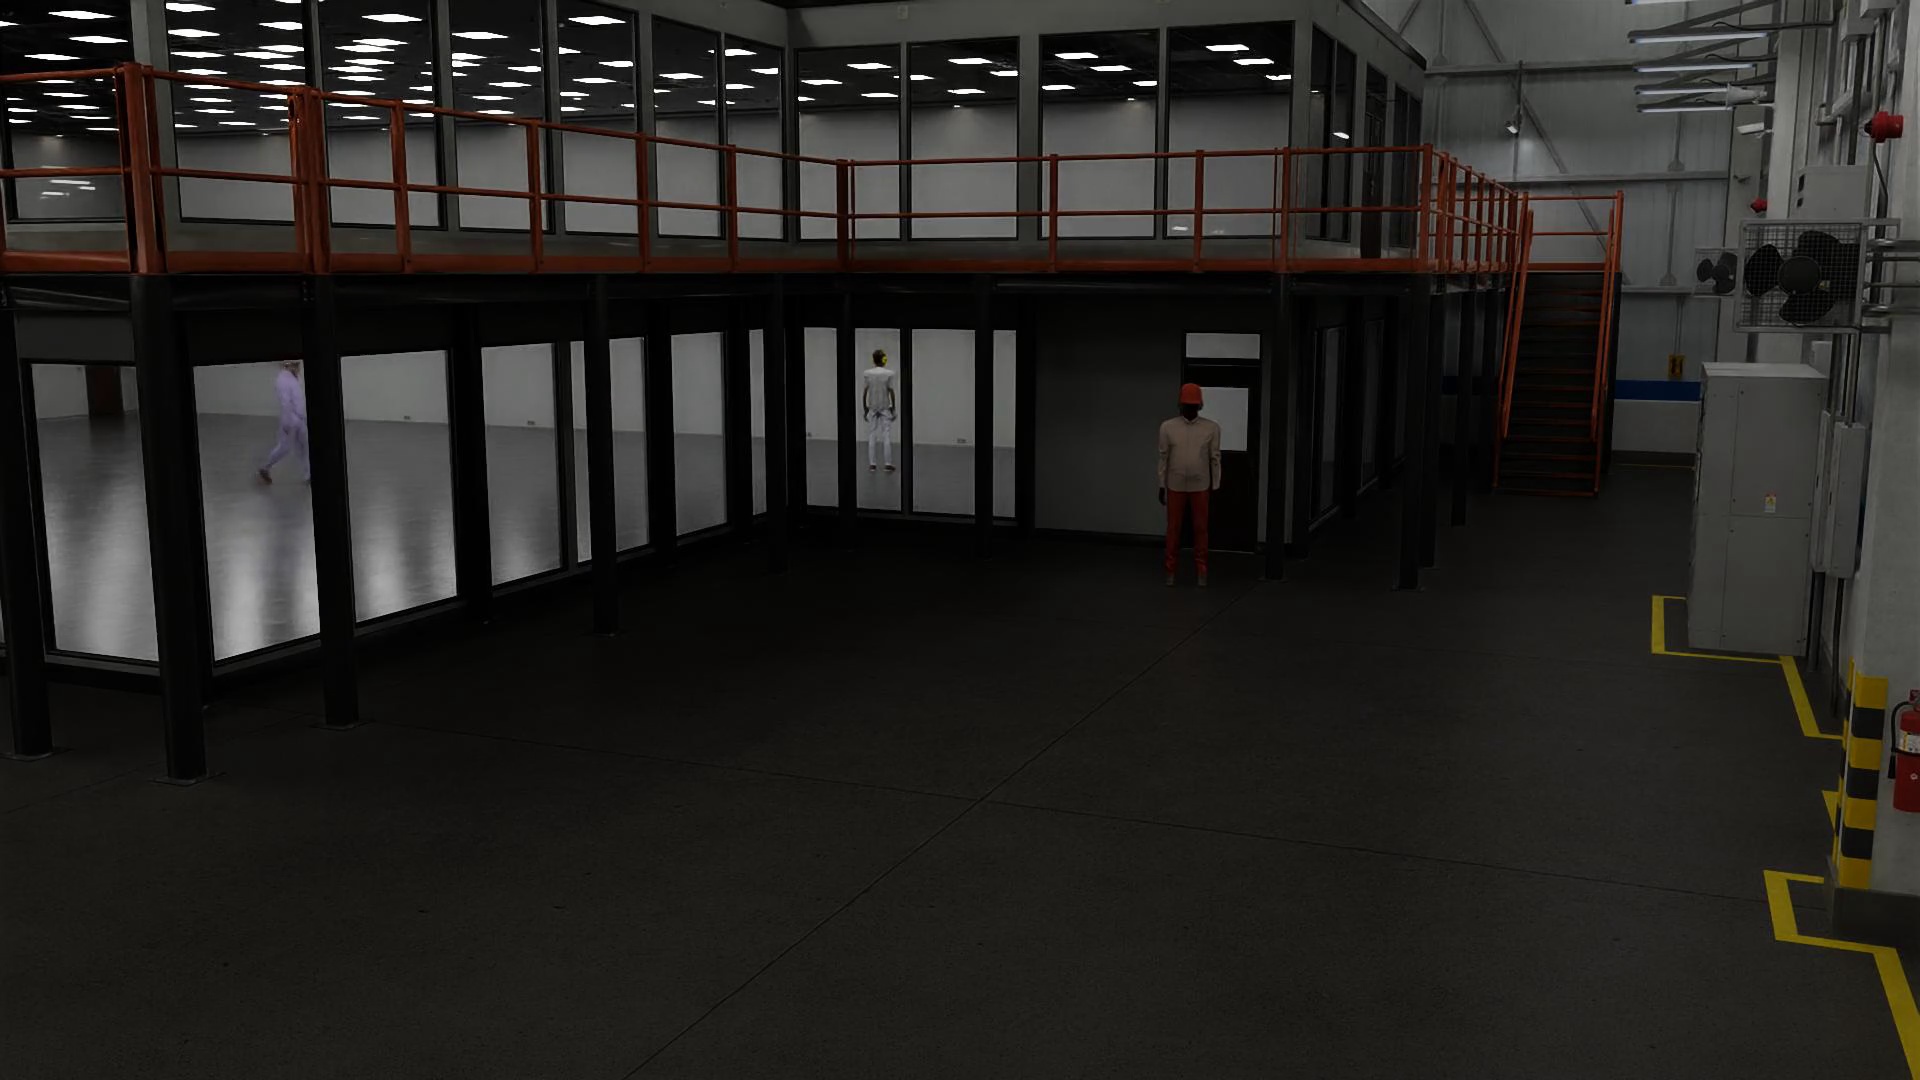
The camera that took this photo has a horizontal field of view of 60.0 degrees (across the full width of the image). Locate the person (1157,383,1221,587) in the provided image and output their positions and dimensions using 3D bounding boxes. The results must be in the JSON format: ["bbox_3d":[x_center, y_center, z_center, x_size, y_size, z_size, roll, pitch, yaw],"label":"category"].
[{"bbox_3d":[2.210,-0.526,16.074,0.612,1.986,0.405,1,9,8],"label":"person"}]
